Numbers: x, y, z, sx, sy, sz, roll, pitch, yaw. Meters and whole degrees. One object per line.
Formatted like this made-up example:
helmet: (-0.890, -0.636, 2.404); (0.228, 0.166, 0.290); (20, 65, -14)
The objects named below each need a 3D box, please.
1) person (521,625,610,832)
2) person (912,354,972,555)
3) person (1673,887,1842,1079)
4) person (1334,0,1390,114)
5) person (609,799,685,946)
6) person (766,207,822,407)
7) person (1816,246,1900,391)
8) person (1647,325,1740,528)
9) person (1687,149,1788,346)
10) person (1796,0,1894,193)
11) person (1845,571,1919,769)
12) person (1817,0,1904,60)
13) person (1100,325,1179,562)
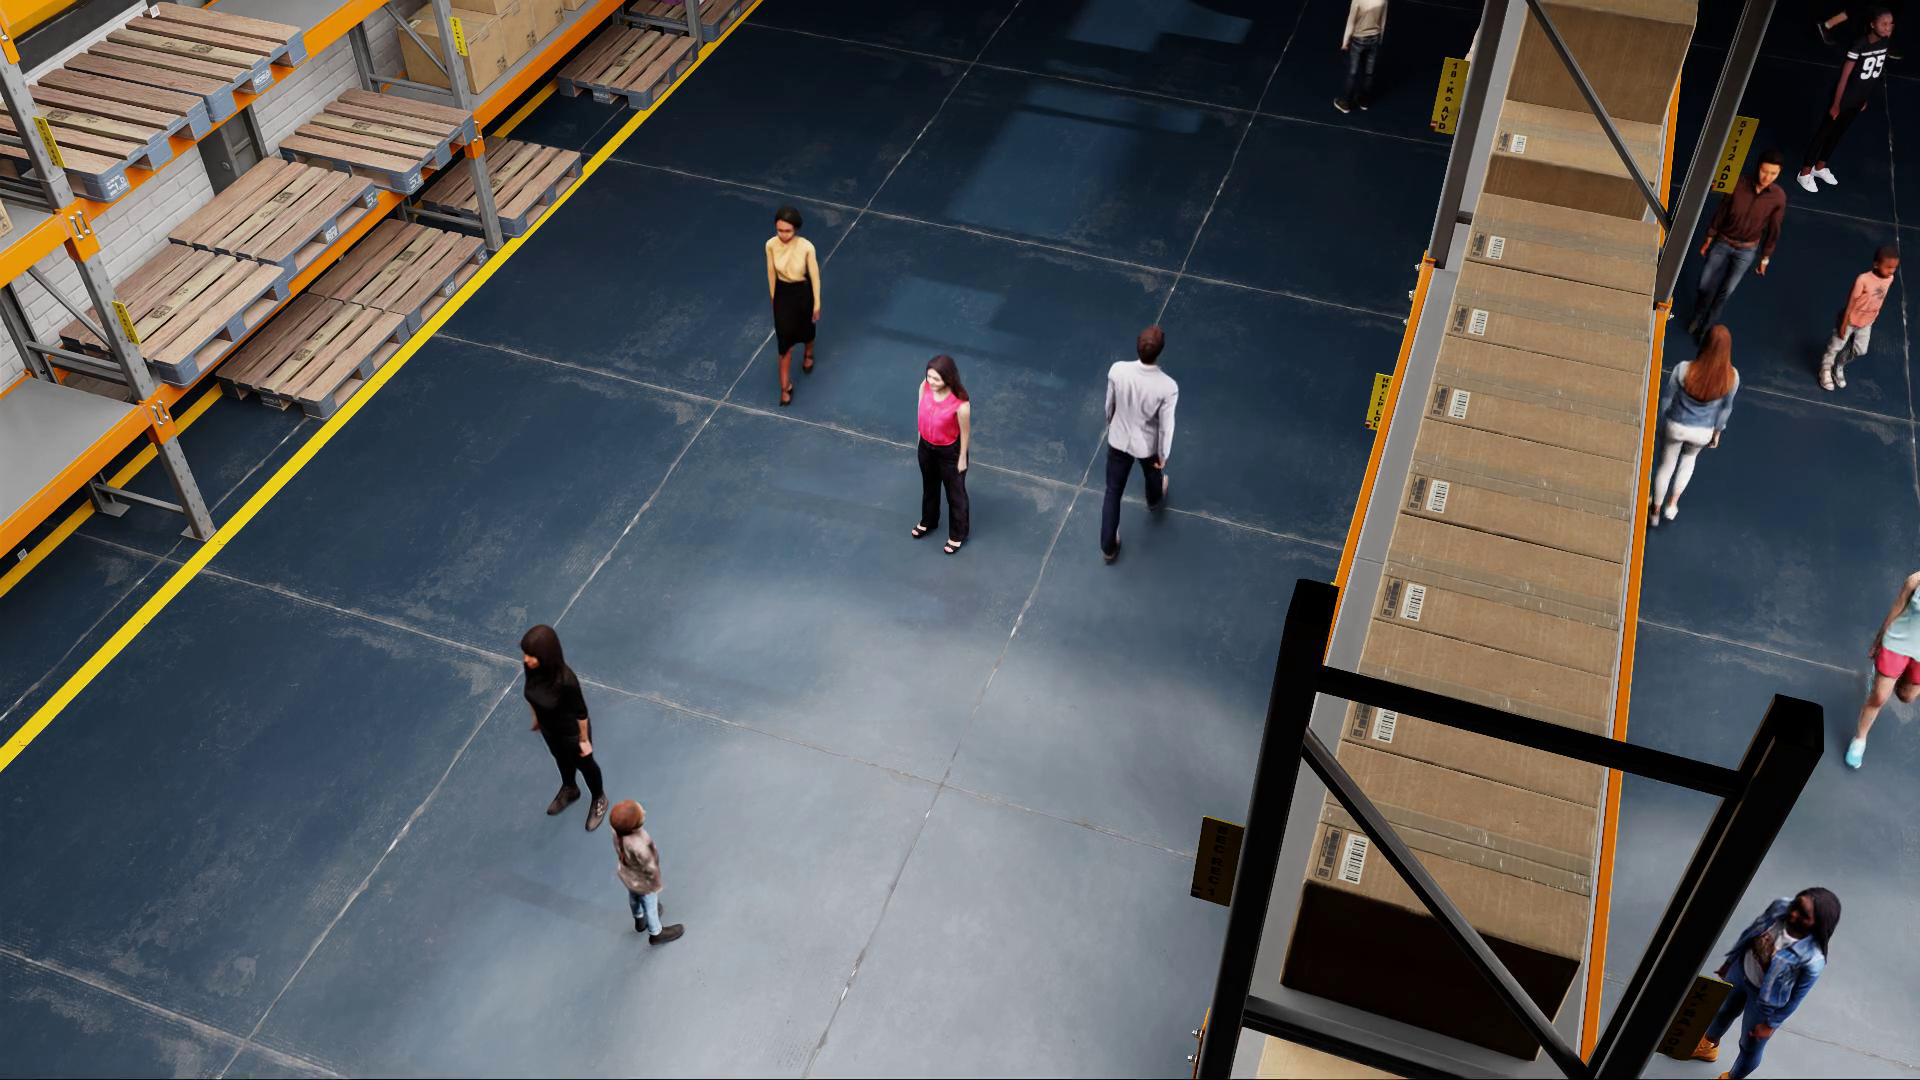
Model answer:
person: (-2.338, 1.078, 9.829); (0.607, 1.642, 0.556); (21, 48, 21)
person: (-0.127, -0.610, 11.587); (0.638, 1.661, 0.611); (29, 51, 27)
person: (4.085, 2.304, 8.492); (0.736, 1.711, 0.617); (-7, 44, -7)
person: (3.939, -4.856, 16.188); (0.640, 1.462, 0.667); (-8, 44, -8)
person: (-1.806, 1.856, 9.337); (0.583, 1.194, 0.557); (-31, 52, -29)
person: (-1.259, -1.913, 12.982); (0.727, 1.624, 1.017); (4, 44, 5)
person: (7.025, -1.794, 13.090); (0.547, 1.303, 0.580); (-1, 44, -1)
person: (5.121, -0.723, 11.683); (0.664, 1.692, 0.619); (10, 44, 10)
person: (6.244, -2.393, 13.379); (0.697, 1.771, 0.613); (19, 47, 19)
person: (8.078, -4.027, 15.126); (0.709, 1.728, 0.770); (-18, 46, -18)
person: (5.848, 0.630, 10.223); (0.631, 1.747, 0.979); (18, 46, 18)
person: (9.426, -5.786, 16.995); (0.875, 1.696, 1.122); (28, 50, 27)
person: (1.179, -0.631, 11.506); (0.715, 1.803, 1.158); (16, 46, 16)
